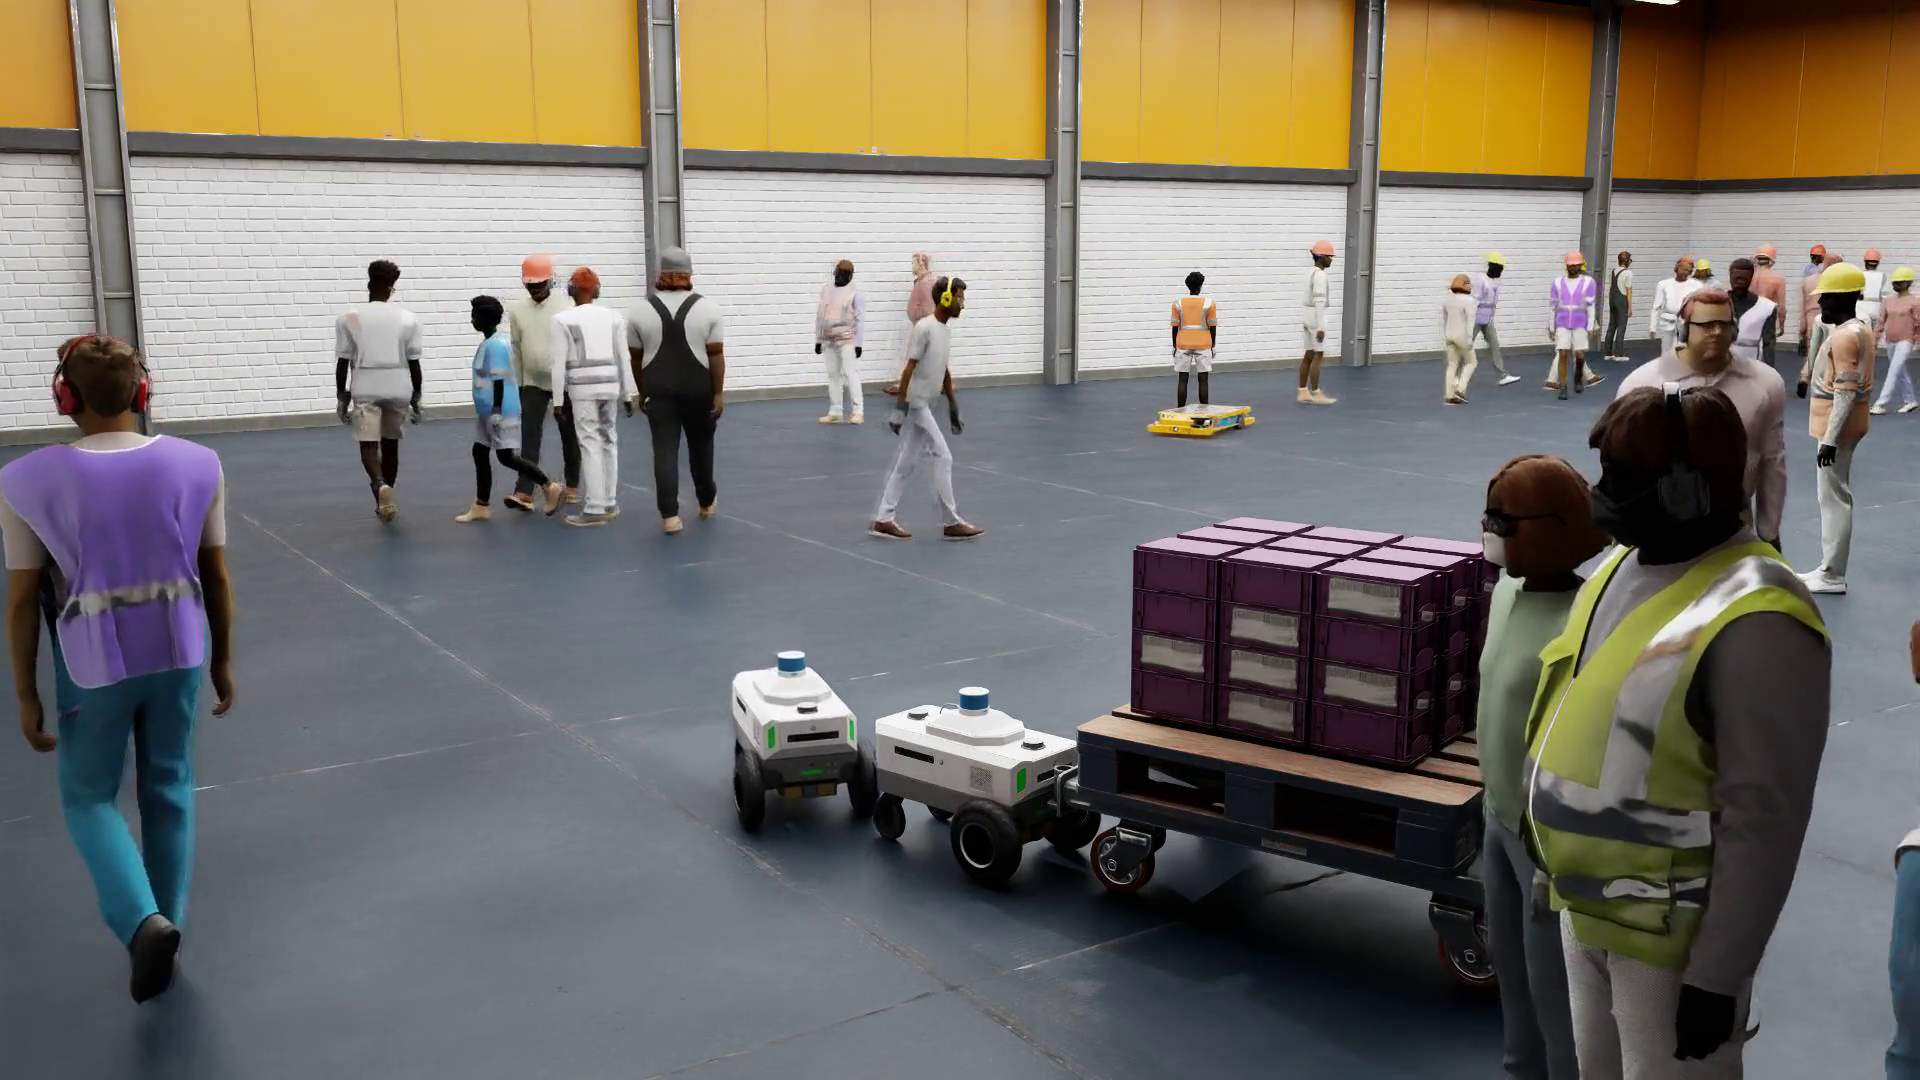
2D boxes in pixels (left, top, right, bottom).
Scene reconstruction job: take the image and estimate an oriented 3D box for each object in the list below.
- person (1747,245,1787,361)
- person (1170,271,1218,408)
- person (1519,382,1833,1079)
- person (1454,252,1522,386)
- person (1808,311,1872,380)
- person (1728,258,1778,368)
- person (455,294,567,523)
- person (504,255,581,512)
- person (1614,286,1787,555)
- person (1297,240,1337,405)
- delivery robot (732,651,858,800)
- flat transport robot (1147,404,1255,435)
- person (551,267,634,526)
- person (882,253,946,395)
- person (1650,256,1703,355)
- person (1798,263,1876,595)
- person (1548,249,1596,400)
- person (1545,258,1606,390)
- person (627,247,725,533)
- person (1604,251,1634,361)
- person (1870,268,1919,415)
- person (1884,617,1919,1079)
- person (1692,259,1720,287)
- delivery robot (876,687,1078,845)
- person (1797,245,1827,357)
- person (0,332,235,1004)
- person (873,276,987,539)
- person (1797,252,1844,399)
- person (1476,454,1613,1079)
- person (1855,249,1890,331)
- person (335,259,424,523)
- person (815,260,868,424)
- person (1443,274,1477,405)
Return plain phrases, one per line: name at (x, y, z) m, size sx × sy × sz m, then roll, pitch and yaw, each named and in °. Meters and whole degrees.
person at (10.425, -2.833, 21.613) m, size 0.909 × 1.957 × 0.617 m, roll -9°, pitch 13°, yaw -39°
person at (2.617, -2.149, 18.609) m, size 0.532 × 1.693 × 0.319 m, roll 3°, pitch 11°, yaw 17°
person at (1.197, 0.643, 2.908) m, size 0.430 × 1.839 × 0.619 m, roll 0°, pitch 10°, yaw 0°
person at (7.315, -3.061, 23.157) m, size 0.686 × 1.853 × 1.013 m, roll -9°, pitch 14°, yaw -41°
person at (8.412, -1.626, 15.917) m, size 0.546 × 1.612 × 0.649 m, roll 6°, pitch 12°, yaw 32°
person at (6.335, -1.351, 13.663) m, size 0.631 × 1.892 × 0.758 m, roll 5°, pitch 12°, yaw 28°
person at (-3.300, -0.949, 12.096) m, size 0.742 × 1.678 × 0.541 m, roll -5°, pitch 11°, yaw -24°
person at (-3.147, -1.184, 12.641) m, size 0.641 × 1.926 × 1.032 m, roll 2°, pitch 10°, yaw 8°
person at (2.960, -0.080, 6.729) m, size 0.655 × 1.887 × 0.731 m, roll 1°, pitch 10°, yaw 8°
person at (4.444, -2.689, 20.620) m, size 0.396 × 2.039 × 0.615 m, roll -1°, pitch 10°, yaw -3°
delivery robot at (-0.616, 0.653, 6.111) m, size 0.477 × 0.478 × 0.707 m, roll -3°, pitch 11°, yaw -17°
flat transport robot at (2.607, -1.303, 17.867) m, size 0.652 × 0.197 × 1.431 m, roll 6°, pitch 12°, yaw 30°
person at (-2.679, -1.042, 12.104) m, size 0.630 × 1.860 × 0.540 m, roll -9°, pitch 14°, yaw -41°
person at (-0.560, -2.831, 21.900) m, size 0.908 × 1.859 × 0.670 m, roll -1°, pitch 10°, yaw -4°
person at (9.345, -2.777, 21.678) m, size 0.585 × 1.842 × 0.977 m, roll 6°, pitch 12°, yaw 32°
person at (5.094, -0.643, 9.712) m, size 0.377 × 1.923 × 0.595 m, roll 7°, pitch 12°, yaw 32°
person at (7.851, -2.765, 21.351) m, size 0.558 × 1.922 × 0.558 m, roll 5°, pitch 11°, yaw 25°
person at (8.451, -2.956, 22.687) m, size 0.997 × 1.808 × 0.554 m, roll -2°, pitch 11°, yaw -11°
person at (-2.003, -1.103, 11.920) m, size 0.694 × 2.000 × 1.006 m, roll 0°, pitch 10°, yaw -1°
person at (11.051, -3.905, 27.854) m, size 0.341 × 1.839 × 0.501 m, roll -3°, pitch 11°, yaw -18°
person at (11.030, -2.331, 19.538) m, size 0.905 × 1.723 × 0.541 m, roll -4°, pitch 11°, yaw -20°
person at (1.493, 0.895, 2.221) m, size 0.520 × 1.589 × 0.604 m, roll -7°, pitch 12°, yaw -33°
person at (11.569, -3.516, 25.980) m, size 0.512 × 1.725 × 0.413 m, roll 5°, pitch 11°, yaw 24°
delivery robot at (0.046, 0.741, 5.627) m, size 0.707 × 0.478 × 0.477 m, roll 9°, pitch 14°, yaw 41°
person at (14.842, -4.154, 28.932) m, size 0.364 × 1.934 × 0.552 m, roll 3°, pitch 11°, yaw 16°
person at (-2.238, 0.356, 4.508) m, size 0.576 × 1.826 × 0.613 m, roll -9°, pitch 14°, yaw -41°
person at (-0.193, -0.894, 11.417) m, size 0.906 × 1.802 × 0.528 m, roll 2°, pitch 11°, yaw 11°
person at (10.856, -2.658, 20.851) m, size 0.466 × 1.891 × 0.671 m, roll -7°, pitch 12°, yaw -33°
person at (1.229, 0.627, 3.569) m, size 0.276 × 1.628 × 0.513 m, roll -1°, pitch 10°, yaw -4°
person at (13.603, -3.405, 24.953) m, size 0.561 × 1.902 × 0.959 m, roll 1°, pitch 10°, yaw 7°
person at (-4.169, -1.057, 12.002) m, size 0.616 × 1.926 × 0.816 m, roll -5°, pitch 12°, yaw -26°
person at (-1.329, -2.191, 18.504) m, size 0.672 × 1.823 × 0.430 m, roll 8°, pitch 13°, yaw 37°
person at (6.173, -2.476, 20.579) m, size 0.406 × 1.613 × 0.519 m, roll -6°, pitch 12°, yaw -29°
